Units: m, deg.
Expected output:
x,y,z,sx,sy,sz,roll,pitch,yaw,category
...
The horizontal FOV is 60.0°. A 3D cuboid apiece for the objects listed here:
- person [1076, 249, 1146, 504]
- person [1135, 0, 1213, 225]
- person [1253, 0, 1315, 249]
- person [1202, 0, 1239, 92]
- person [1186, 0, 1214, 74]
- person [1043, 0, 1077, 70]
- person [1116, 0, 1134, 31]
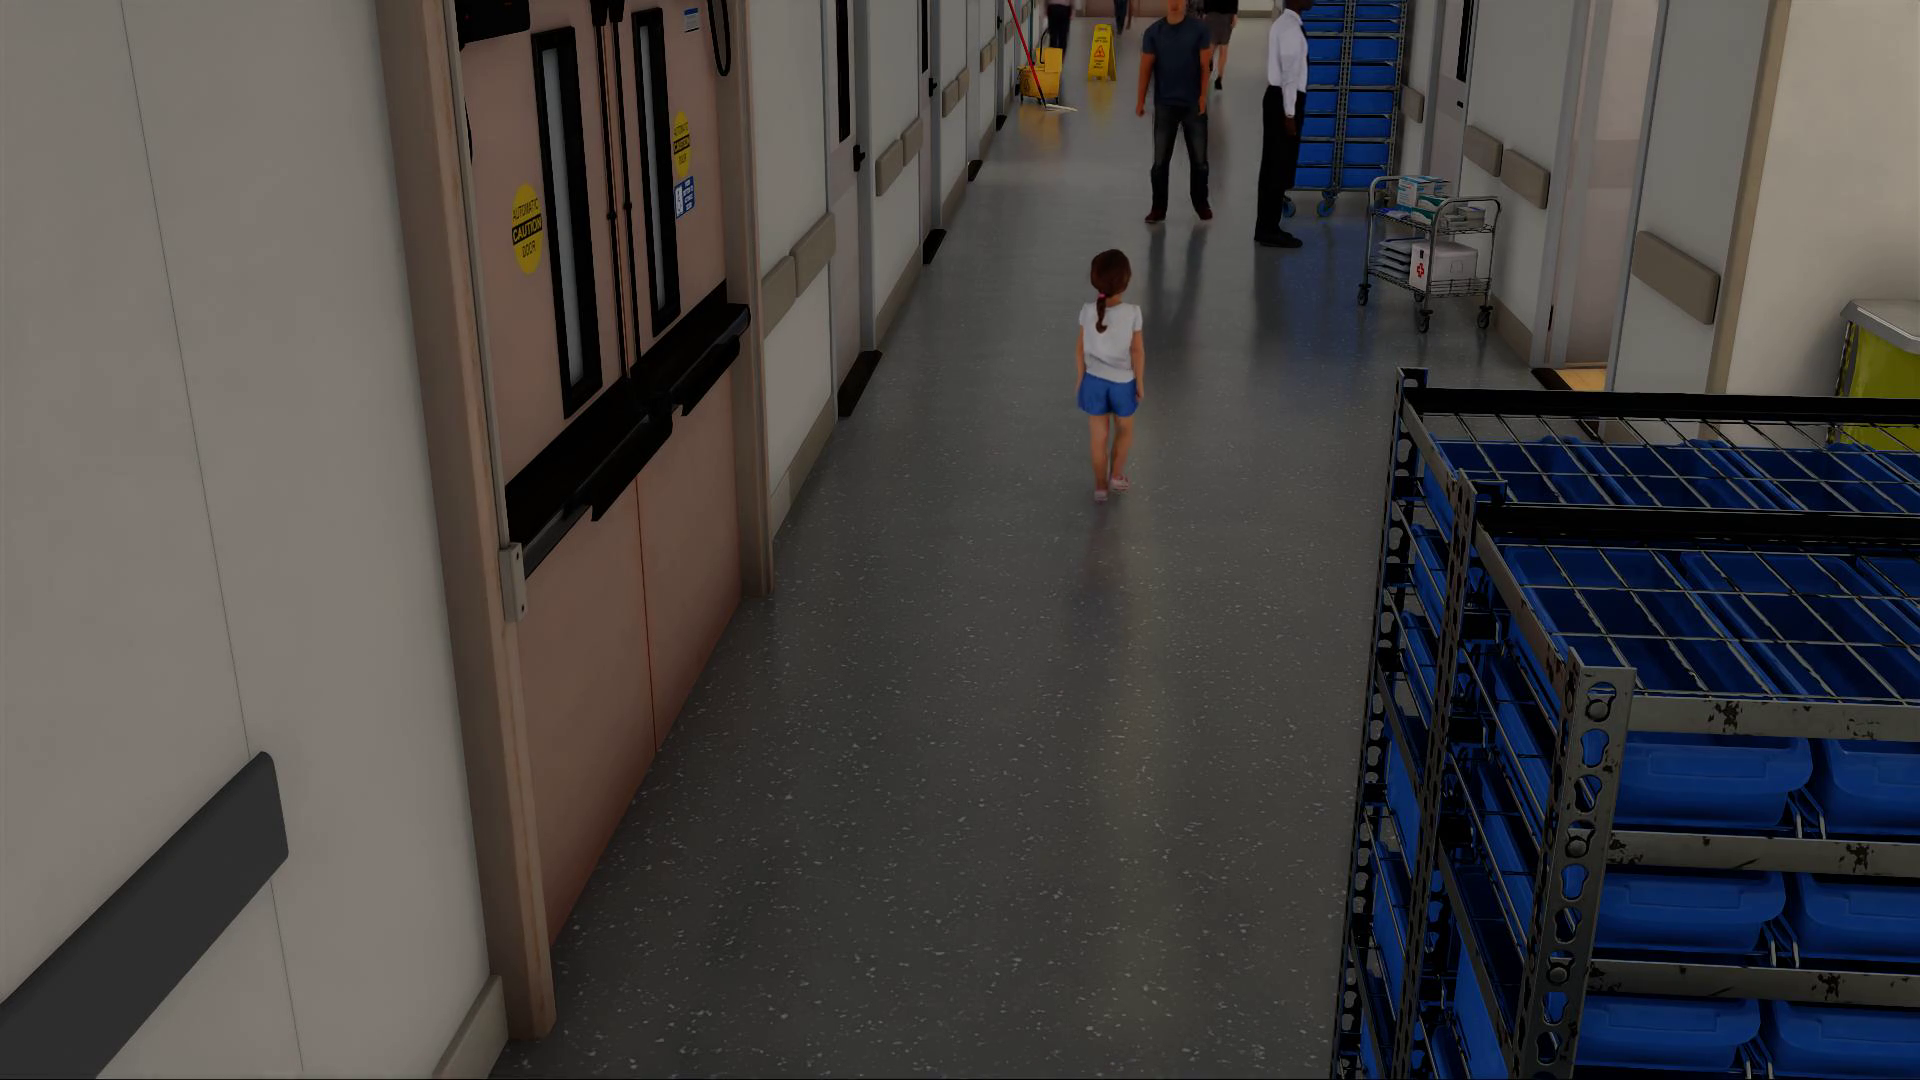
x,y,z,sx,sy,sz,roll,pitch,yaw,category
0.581,-0.631,6.571,0.465,1.016,0.468,6,22,15,person
1.633,-3.279,12.470,0.791,1.791,0.703,4,21,10,person
2.268,-3.012,11.702,0.715,1.835,0.499,0,21,0,person
3.324,-6.689,21.433,0.802,1.818,1.044,9,22,22,person
3.416,-7.363,23.384,0.736,1.697,0.827,6,22,17,person
1.436,-7.737,24.245,0.613,1.787,1.027,2,21,5,person
3.269,-10.864,32.630,0.736,1.696,1.168,-1,21,-4,person
